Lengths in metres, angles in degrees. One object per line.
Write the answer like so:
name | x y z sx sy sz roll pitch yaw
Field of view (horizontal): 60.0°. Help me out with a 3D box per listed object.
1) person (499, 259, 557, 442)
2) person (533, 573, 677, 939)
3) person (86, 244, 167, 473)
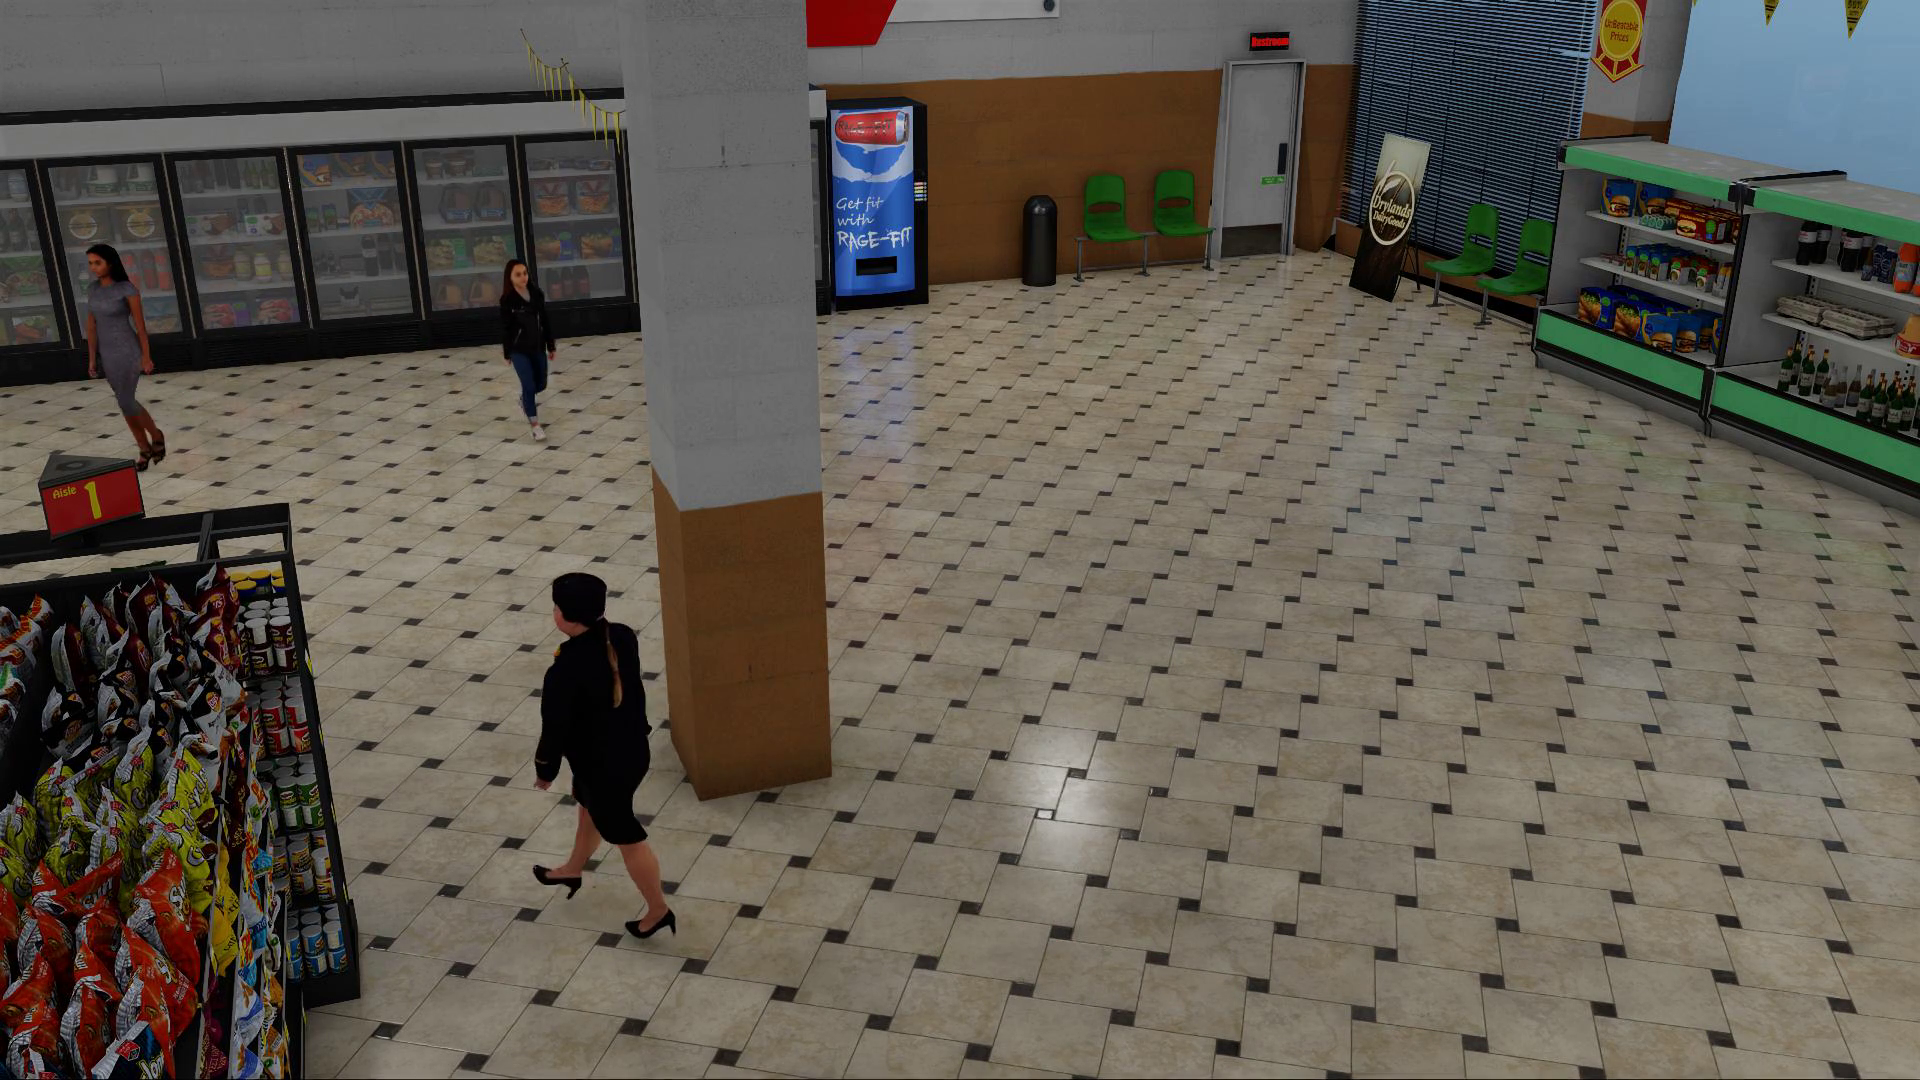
person | -3.538 -1.568 13.526 0.740 1.467 0.930 -17 28 -37
person | -1.423 0.962 7.000 1.130 1.638 1.096 8 23 19
person | -6.309 -1.393 12.685 0.727 1.769 0.784 7 23 17
